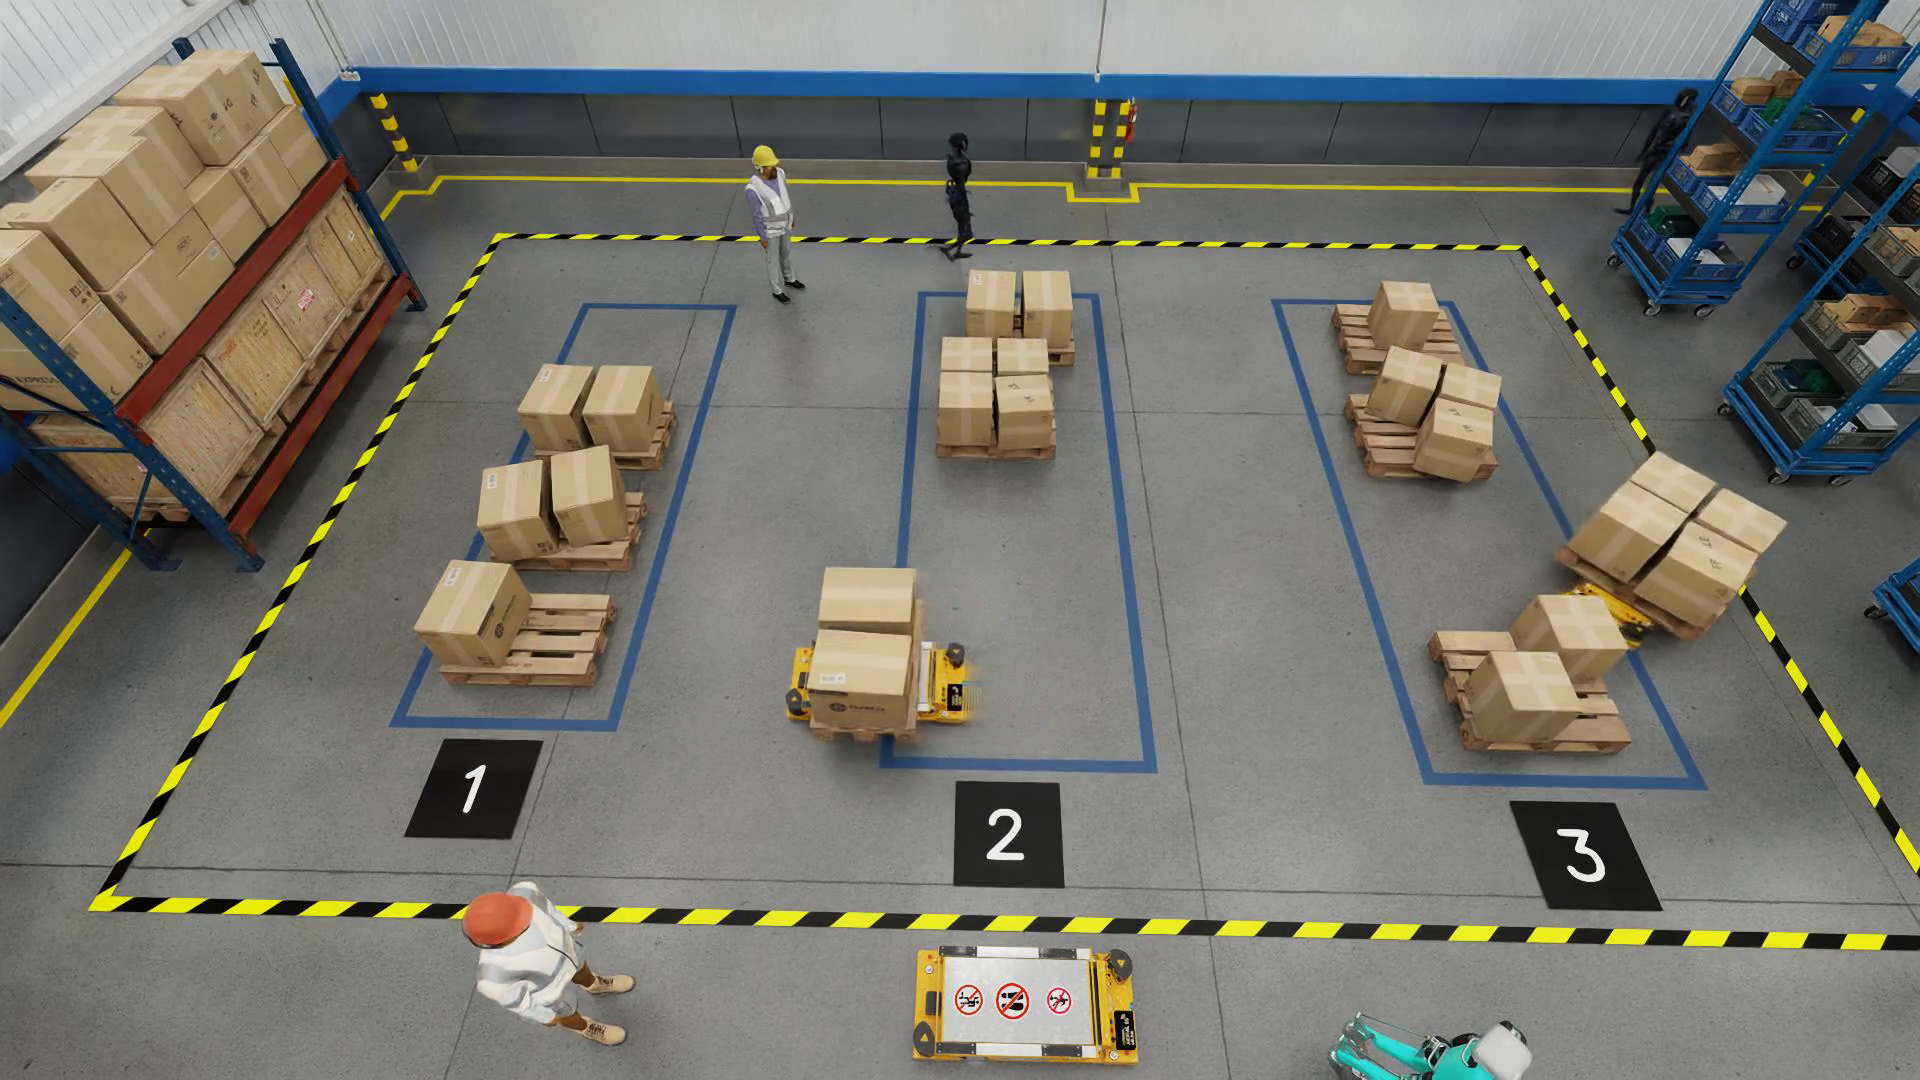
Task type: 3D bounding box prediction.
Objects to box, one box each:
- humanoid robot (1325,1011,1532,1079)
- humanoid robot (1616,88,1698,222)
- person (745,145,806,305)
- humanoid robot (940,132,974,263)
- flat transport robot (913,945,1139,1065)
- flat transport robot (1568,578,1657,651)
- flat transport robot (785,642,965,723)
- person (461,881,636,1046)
[{"bbox_3d":[2.459,2.861,5.119,0.533,1.677,0.735,-36,59,-26],"label":"humanoid robot"},{"bbox_3d":[8.827,-4.809,11.498,0.443,1.633,0.622,-9,51,-7],"label":"humanoid robot"},{"bbox_3d":[-2.082,-3.566,10.381,0.404,1.837,0.589,24,55,18],"label":"person"},{"bbox_3d":[-0.037,-4.050,10.877,0.436,1.651,0.598,-7,51,-6],"label":"humanoid robot"},{"bbox_3d":[0.422,3.041,6.007,1.431,0.231,0.659,1,51,1],"label":"flat transport robot"},{"bbox_3d":[6.066,0.342,8.189,1.431,0.197,0.652,-34,58,-24],"label":"flat transport robot"},{"bbox_3d":[-0.677,1.154,7.527,1.431,0.197,0.652,1,51,1],"label":"flat transport robot"},{"bbox_3d":[-2.356,2.476,5.322,0.366,2.048,0.606,-1,51,-1],"label":"person"}]
